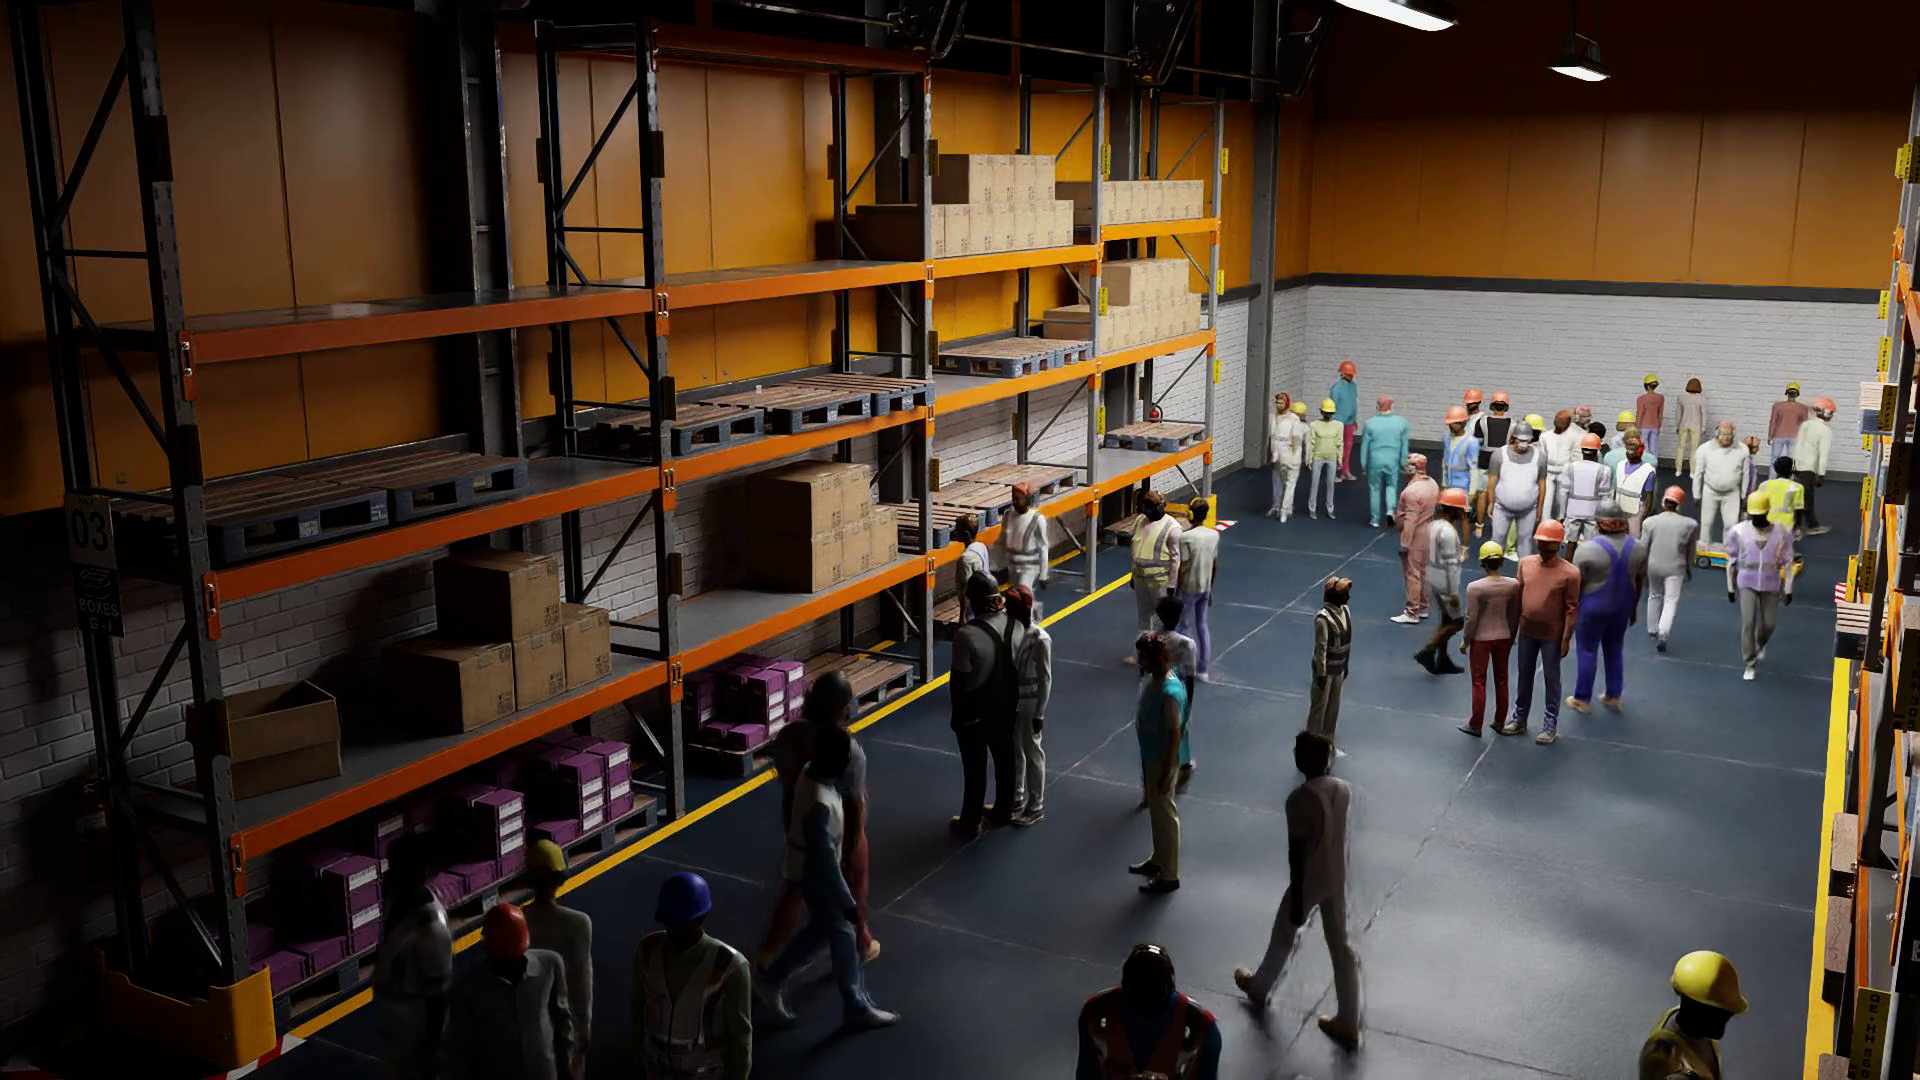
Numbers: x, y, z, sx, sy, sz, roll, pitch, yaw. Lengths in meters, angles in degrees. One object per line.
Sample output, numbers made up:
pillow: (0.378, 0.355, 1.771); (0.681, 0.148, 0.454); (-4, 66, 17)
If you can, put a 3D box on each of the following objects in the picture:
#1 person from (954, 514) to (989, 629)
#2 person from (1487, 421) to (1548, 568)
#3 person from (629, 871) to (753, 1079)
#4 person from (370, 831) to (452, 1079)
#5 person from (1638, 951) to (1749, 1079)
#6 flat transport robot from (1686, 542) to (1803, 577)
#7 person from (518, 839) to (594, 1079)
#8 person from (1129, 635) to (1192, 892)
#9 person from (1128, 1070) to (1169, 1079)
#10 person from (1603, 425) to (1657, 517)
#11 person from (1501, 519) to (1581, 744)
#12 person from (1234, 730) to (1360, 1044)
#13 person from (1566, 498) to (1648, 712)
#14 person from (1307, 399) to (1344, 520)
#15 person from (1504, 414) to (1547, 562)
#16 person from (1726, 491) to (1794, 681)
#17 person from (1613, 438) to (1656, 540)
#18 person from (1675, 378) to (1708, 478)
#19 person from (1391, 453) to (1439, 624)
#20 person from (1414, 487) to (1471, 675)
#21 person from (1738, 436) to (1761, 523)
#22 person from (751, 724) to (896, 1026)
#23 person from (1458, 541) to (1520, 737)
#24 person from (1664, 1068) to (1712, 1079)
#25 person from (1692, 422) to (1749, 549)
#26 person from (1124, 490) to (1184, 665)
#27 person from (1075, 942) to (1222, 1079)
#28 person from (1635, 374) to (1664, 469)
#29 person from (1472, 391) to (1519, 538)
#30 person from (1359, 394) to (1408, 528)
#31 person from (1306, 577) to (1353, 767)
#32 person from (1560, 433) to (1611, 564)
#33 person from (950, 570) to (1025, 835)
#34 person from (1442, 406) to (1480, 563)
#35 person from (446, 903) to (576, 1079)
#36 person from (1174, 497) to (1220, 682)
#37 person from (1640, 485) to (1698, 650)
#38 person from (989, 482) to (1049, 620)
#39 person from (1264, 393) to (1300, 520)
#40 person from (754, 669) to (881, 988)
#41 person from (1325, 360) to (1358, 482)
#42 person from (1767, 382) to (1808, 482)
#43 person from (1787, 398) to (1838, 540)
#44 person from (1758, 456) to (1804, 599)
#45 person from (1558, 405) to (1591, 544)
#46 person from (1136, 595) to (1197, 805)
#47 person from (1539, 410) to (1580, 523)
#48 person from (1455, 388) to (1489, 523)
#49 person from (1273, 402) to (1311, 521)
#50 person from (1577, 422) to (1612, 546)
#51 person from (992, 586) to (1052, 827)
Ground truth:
person: (0.109, 0.657, 15.640); (0.352, 1.837, 0.502); (4, 13, 18)
person: (6.739, -0.454, 20.141); (0.684, 2.000, 0.537); (3, 13, 14)
person: (-1.220, 2.408, 7.531); (0.605, 1.950, 0.380); (5, 13, 20)
person: (-2.640, 2.298, 8.070); (0.735, 1.927, 0.641); (-7, 14, -29)
person: (2.956, 2.576, 6.838); (0.385, 1.922, 0.594); (8, 15, 33)
flat transport robot: (9.854, 0.224, 21.104); (1.431, 0.197, 0.652); (9, 15, 34)
person: (-2.067, 2.364, 8.299); (0.539, 1.689, 0.912); (1, 13, 6)
person: (1.406, 1.548, 11.636); (0.398, 1.835, 0.568); (-1, 13, -5)
person: (0.613, 2.800, 5.938); (0.659, 1.872, 0.690); (8, 15, 33)
person: (8.195, -0.453, 20.417); (0.647, 1.925, 0.742); (10, 16, 38)
person: (5.123, 0.793, 14.654); (0.375, 1.997, 0.611); (-11, 17, -41)
person: (2.029, 1.985, 9.772); (0.566, 1.794, 0.941); (-8, 15, -31)
person: (5.938, 0.599, 15.427); (0.702, 2.000, 0.536); (-2, 13, -9)
person: (5.257, -1.160, 23.941); (0.527, 1.761, 0.339); (-1, 13, -2)
person: (7.287, -0.674, 21.413); (0.596, 1.915, 0.397); (-11, 16, -40)
person: (7.938, 0.422, 16.535); (0.632, 1.897, 0.635); (5, 14, 23)
person: (8.058, -0.315, 19.959); (0.390, 1.847, 0.563); (-6, 14, -23)
person: (11.971, -1.837, 27.249); (0.500, 1.636, 0.286); (12, 17, 42)
person: (5.045, -0.020, 18.507); (0.401, 1.904, 0.649); (10, 16, 38)
person: (4.830, 0.424, 16.467); (0.434, 1.919, 0.576); (1, 13, 4)
person: (10.083, -0.537, 21.444); (0.313, 1.631, 0.524); (2, 13, 11)
person: (-0.801, 1.962, 9.683); (0.891, 1.880, 0.673); (-1, 13, -4)
person: (4.698, 0.881, 14.808); (0.524, 1.760, 0.328); (-3, 13, -14)
person: (2.477, 2.777, 5.907); (0.353, 1.936, 0.635); (-5, 13, -20)
person: (9.647, -0.586, 21.136); (0.669, 1.870, 0.569); (4, 13, 15)
person: (1.939, 0.403, 16.753); (0.430, 1.845, 0.619); (-11, 16, -39)
person: (0.786, 2.567, 7.100); (0.624, 1.835, 0.431); (3, 13, 15)
person: (11.047, -1.793, 26.757); (0.534, 1.767, 0.313); (-4, 13, -19)
person: (7.295, -1.021, 22.708); (0.613, 2.033, 0.412); (3, 13, 13)
person: (5.931, -1.099, 23.347); (0.667, 1.894, 0.426); (1, 13, 5)
person: (3.142, 1.103, 14.105); (0.315, 1.630, 0.515); (10, 16, 37)
person: (7.405, -0.309, 19.724); (0.552, 1.936, 0.360); (7, 14, 28)
person: (0.167, 1.212, 12.682); (0.682, 2.000, 0.535); (-10, 16, -38)
person: (6.370, -0.702, 21.276); (0.428, 2.029, 0.710); (-5, 14, -23)
person: (-2.050, 2.480, 7.695); (0.576, 1.736, 0.355); (-8, 15, -33)
person: (2.276, 0.503, 16.259); (0.566, 1.871, 0.340); (-8, 15, -32)
person: (7.460, 0.278, 17.592); (0.552, 1.719, 0.777); (7, 15, 30)
person: (0.542, 0.335, 17.015); (0.742, 1.856, 0.596); (-10, 16, -39)
person: (4.672, -1.220, 24.034); (0.390, 1.837, 0.561); (-7, 15, -30)
person: (-0.872, 1.758, 10.237); (0.684, 2.000, 0.911); (7, 14, 29)
person: (6.193, -1.914, 26.821); (0.614, 1.980, 0.425); (-11, 17, -40)
person: (12.859, -1.586, 25.867); (0.532, 1.754, 0.342); (4, 13, 19)
person: (11.644, -0.965, 22.698); (0.858, 1.935, 0.652); (0, 13, -2)
person: (9.616, -0.153, 19.648); (0.616, 1.665, 0.549); (-9, 16, -36)
person: (8.320, -0.882, 22.412); (0.656, 1.901, 0.398); (-10, 16, -39)
person: (1.672, 1.248, 13.392); (0.537, 1.643, 0.884); (6, 14, 24)
person: (8.036, -0.852, 22.397); (0.583, 1.835, 0.955); (5, 13, 20)
person: (7.301, -1.206, 23.766); (0.389, 1.930, 0.544); (-5, 14, -23)
person: (4.796, -1.141, 24.009); (0.497, 1.672, 0.860); (5, 14, 22)
person: (8.493, -0.737, 22.209); (0.539, 1.692, 0.319); (-11, 17, -41)
person: (0.473, 1.264, 12.800); (0.354, 1.887, 0.572); (-8, 15, -32)
